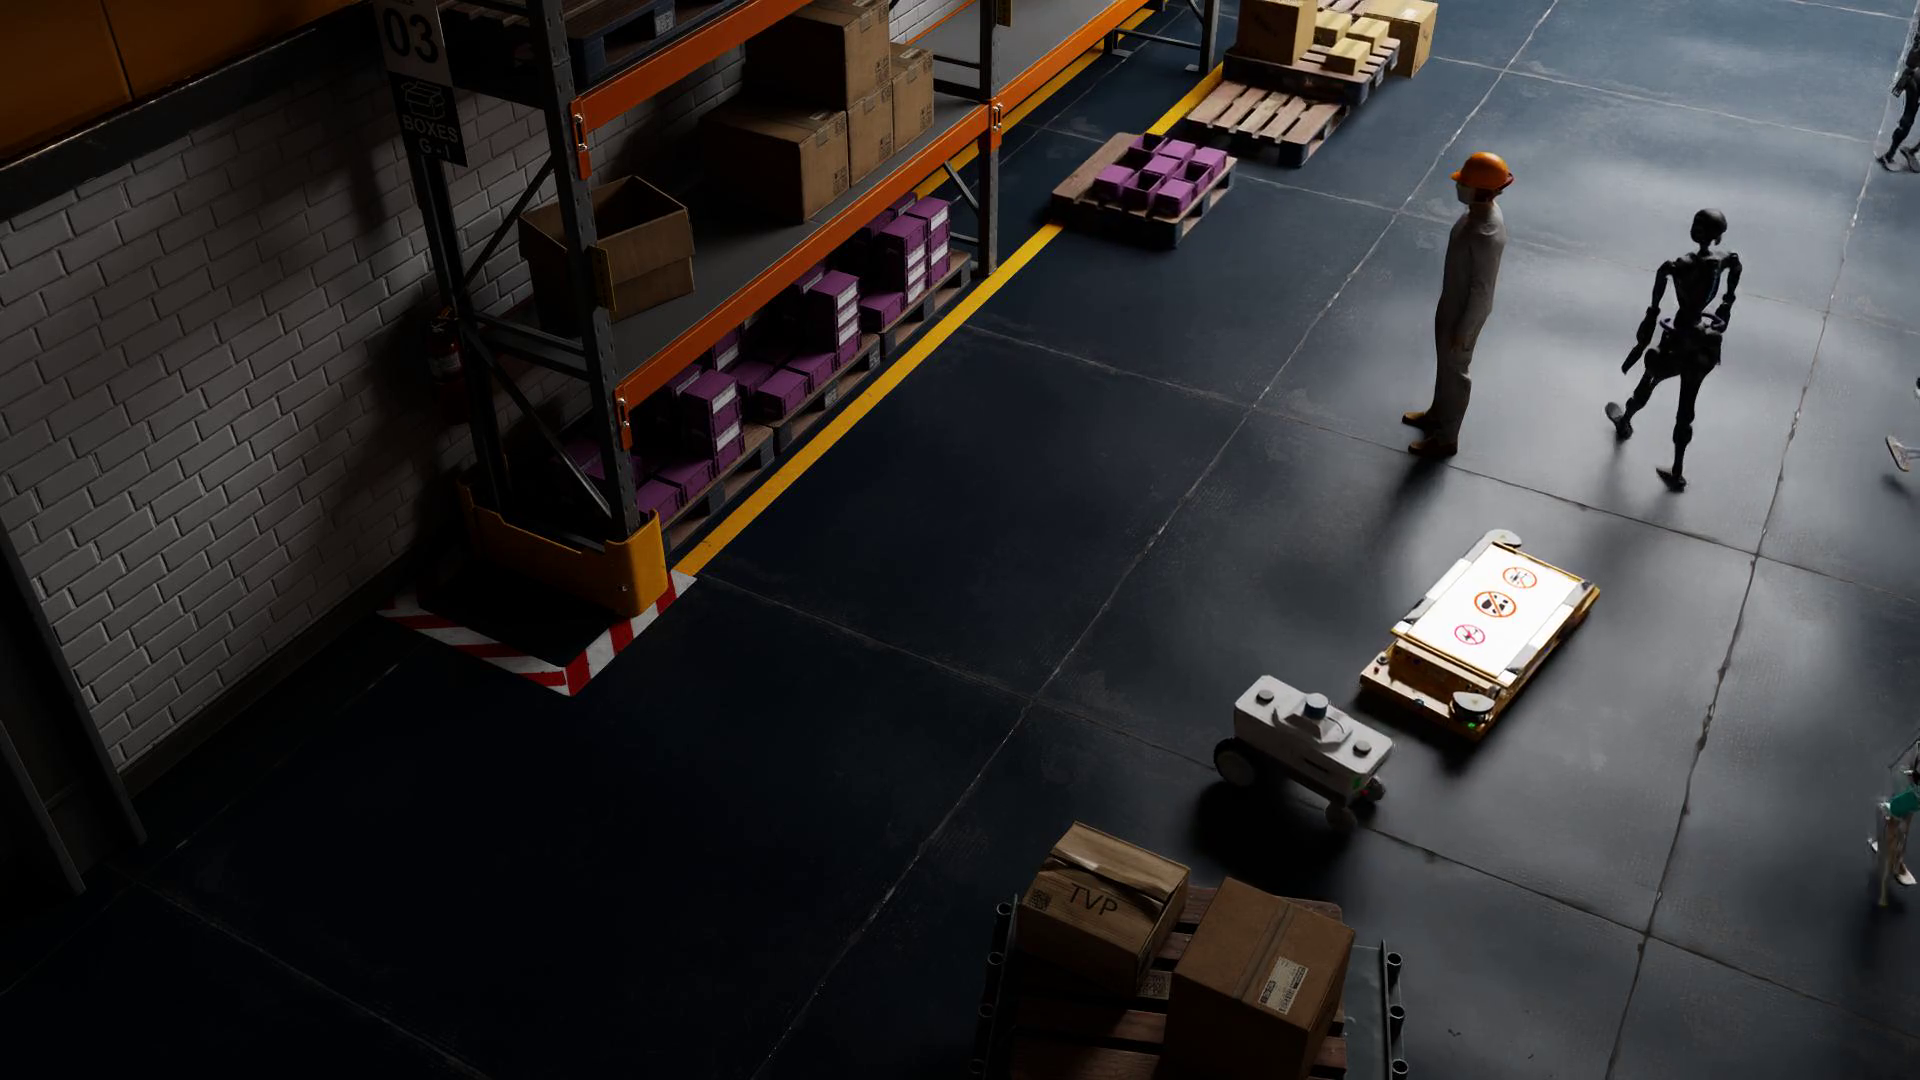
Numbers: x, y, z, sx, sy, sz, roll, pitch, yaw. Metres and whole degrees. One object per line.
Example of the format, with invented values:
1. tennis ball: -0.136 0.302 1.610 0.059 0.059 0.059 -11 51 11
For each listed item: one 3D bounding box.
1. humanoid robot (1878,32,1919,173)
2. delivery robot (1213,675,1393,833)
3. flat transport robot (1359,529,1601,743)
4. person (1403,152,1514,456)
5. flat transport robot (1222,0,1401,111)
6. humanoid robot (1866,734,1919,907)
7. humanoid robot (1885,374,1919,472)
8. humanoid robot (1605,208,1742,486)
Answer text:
1. humanoid robot: 7.376 -3.557 12.537 0.601 1.641 0.397 -4 39 -5
2. delivery robot: 1.621 0.957 7.790 0.782 0.589 0.499 28 46 30
3. flat transport robot: 2.730 0.461 8.643 0.659 0.231 1.431 28 46 30
4. person: 2.879 -1.351 9.609 0.367 1.894 0.582 5 39 6
5. flat transport robot: 2.987 -3.910 14.107 0.659 0.231 1.431 19 42 22
6. humanoid robot: 4.148 0.840 6.998 0.544 1.805 0.778 -5 39 -6
7. humanoid robot: 5.561 -0.844 9.084 0.535 1.730 0.980 -10 40 -12
8. humanoid robot: 4.144 -1.148 9.566 0.594 1.620 0.786 -9 40 -11
